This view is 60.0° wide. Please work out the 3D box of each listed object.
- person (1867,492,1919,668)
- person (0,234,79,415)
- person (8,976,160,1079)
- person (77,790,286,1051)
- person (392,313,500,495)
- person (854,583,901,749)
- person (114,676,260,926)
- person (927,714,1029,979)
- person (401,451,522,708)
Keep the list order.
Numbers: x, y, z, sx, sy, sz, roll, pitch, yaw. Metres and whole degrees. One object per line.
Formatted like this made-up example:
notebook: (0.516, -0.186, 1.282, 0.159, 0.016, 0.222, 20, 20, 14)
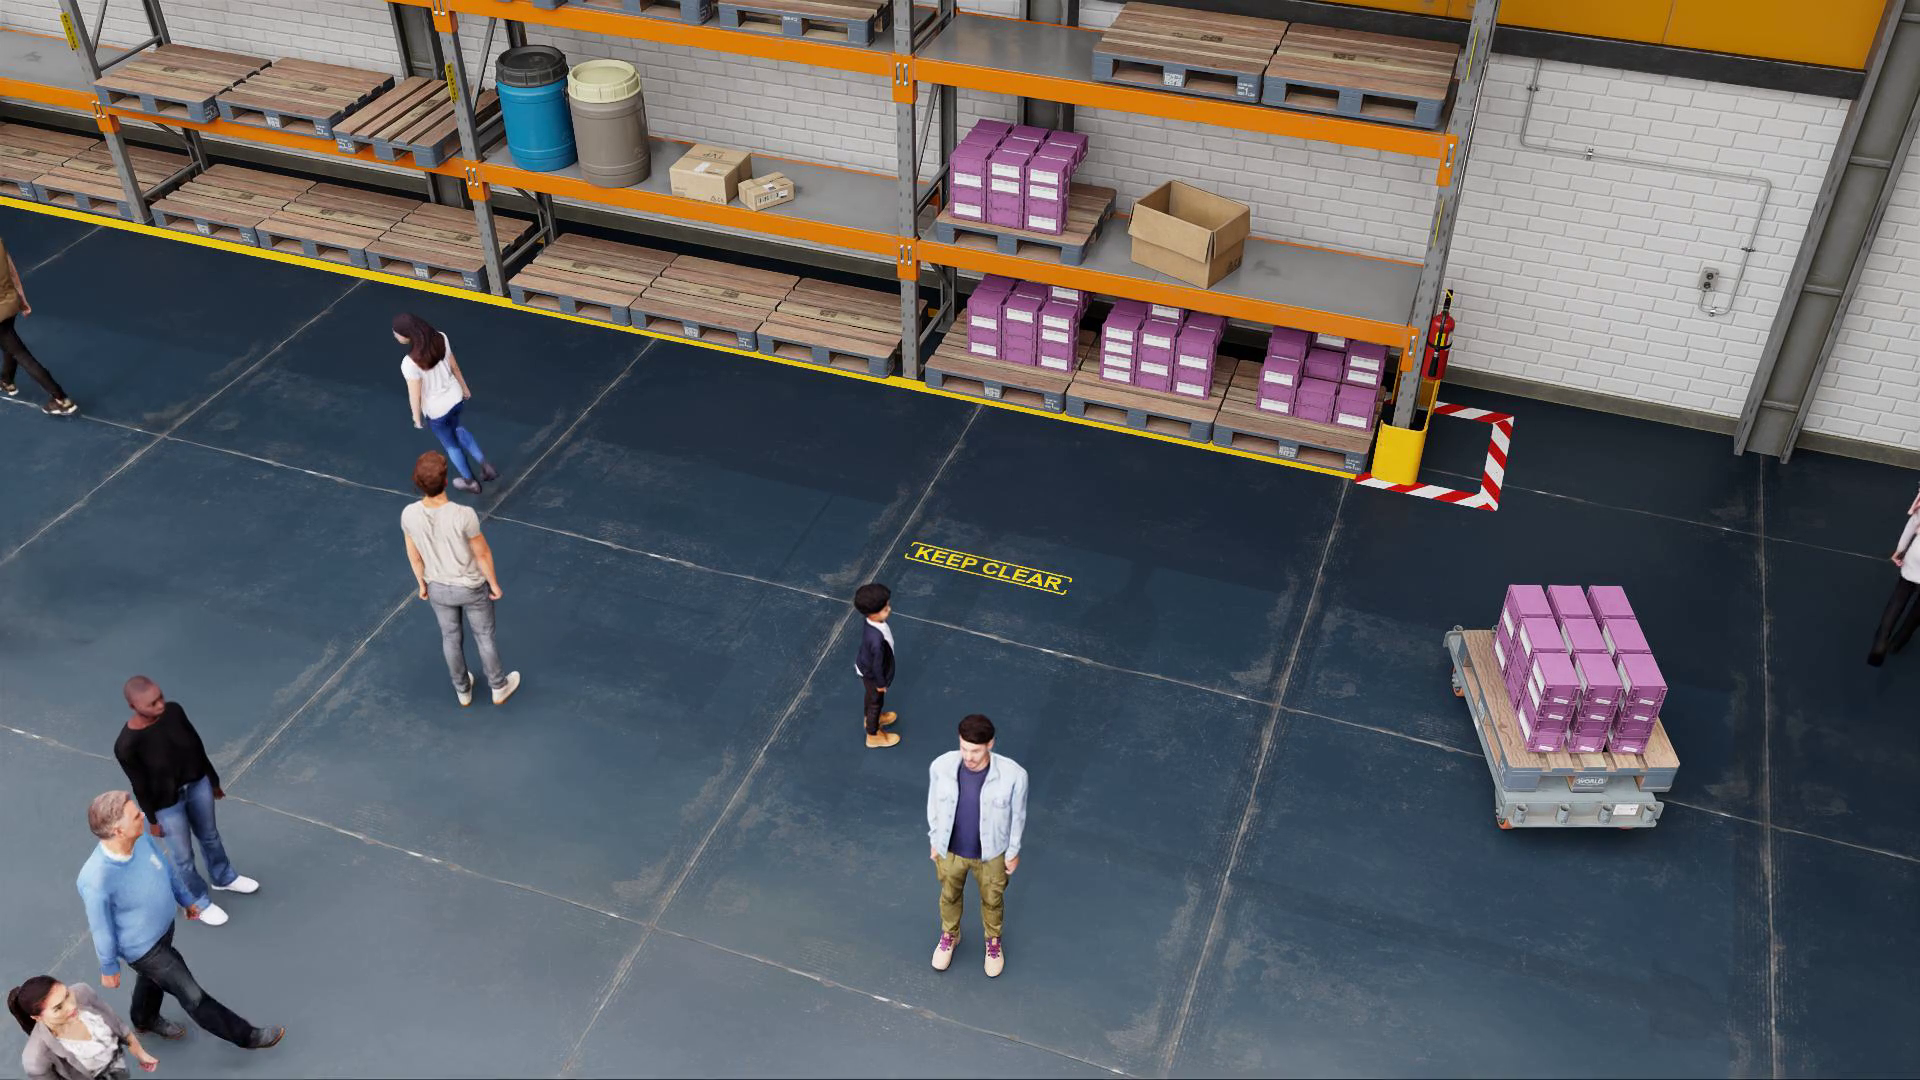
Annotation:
person: (6.239, 0.136, 10.647, 0.988, 1.788, 0.893, 28, 46, 30)
person: (-7.460, -1.761, 13.007, 1.211, 1.807, 0.688, 13, 40, 15)
person: (-4.072, 2.542, 7.748, 1.119, 1.646, 0.794, 3, 39, 4)
person: (-4.188, 1.965, 8.380, 1.216, 1.759, 0.904, 4, 39, 5)
person: (-3.698, -0.927, 12.092, 0.673, 1.647, 0.694, 22, 44, 25)
person: (-0.532, 0.765, 10.313, 0.587, 1.223, 0.568, -5, 39, -6)
person: (-4.291, 1.395, 9.105, 0.564, 1.745, 0.616, 16, 41, 19)
person: (0.071, 1.605, 8.789, 0.565, 1.812, 0.775, 6, 39, 8)
person: (-3.149, 0.270, 10.395, 0.604, 1.893, 0.790, 0, 39, 0)
